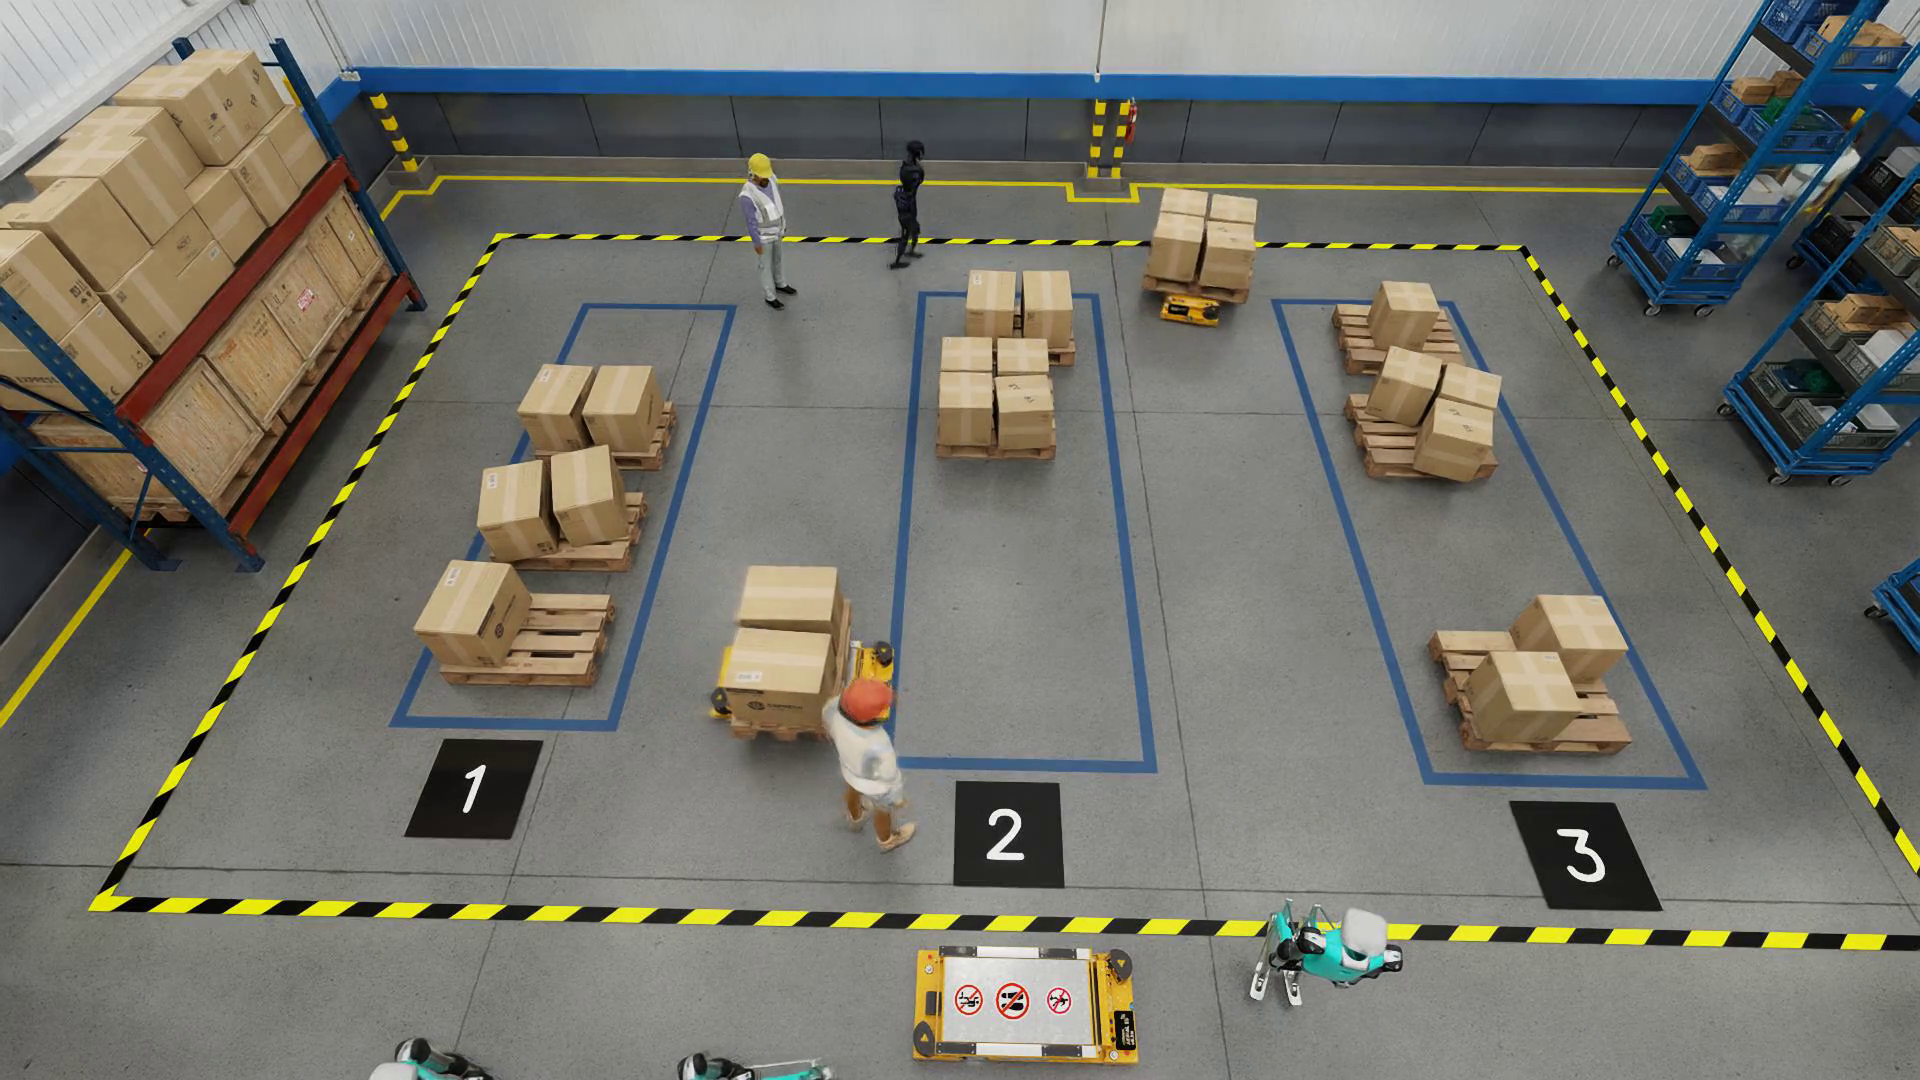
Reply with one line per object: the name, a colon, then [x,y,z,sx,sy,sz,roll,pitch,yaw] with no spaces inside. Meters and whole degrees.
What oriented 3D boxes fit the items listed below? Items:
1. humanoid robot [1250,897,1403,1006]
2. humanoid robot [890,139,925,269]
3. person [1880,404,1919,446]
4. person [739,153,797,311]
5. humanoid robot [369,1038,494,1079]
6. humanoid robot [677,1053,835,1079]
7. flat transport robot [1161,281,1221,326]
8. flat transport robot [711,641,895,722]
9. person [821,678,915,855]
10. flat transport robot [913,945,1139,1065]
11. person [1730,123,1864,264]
humanoid robot: [2.140,2.376,5.518,0.533,1.672,0.735,9,51,8]
humanoid robot: [-0.605,-3.928,10.789,0.549,1.630,0.608,-9,51,-7]
person: [9.574,-1.643,8.880,0.514,1.720,0.645,-2,51,-1]
person: [-2.147,-3.480,10.320,0.404,1.822,0.590,20,54,16]
humanoid robot: [-2.563,3.122,4.986,1.014,1.734,0.544,-5,51,-4]
humanoid robot: [-1.022,3.098,5.012,1.007,1.716,0.578,-15,52,-12]
flat transport robot: [2.826,-3.123,11.014,0.652,0.197,1.431,11,52,9]
flat transport robot: [-1.276,1.144,7.535,1.431,0.197,0.652,1,51,1]
person: [-0.590,1.507,6.114,0.613,2.040,0.388,36,59,26]
flat transport robot: [0.422,3.041,6.007,1.431,0.231,0.659,1,51,1]
person: [9.771,-3.985,10.735,0.583,1.815,0.604,34,58,25]
